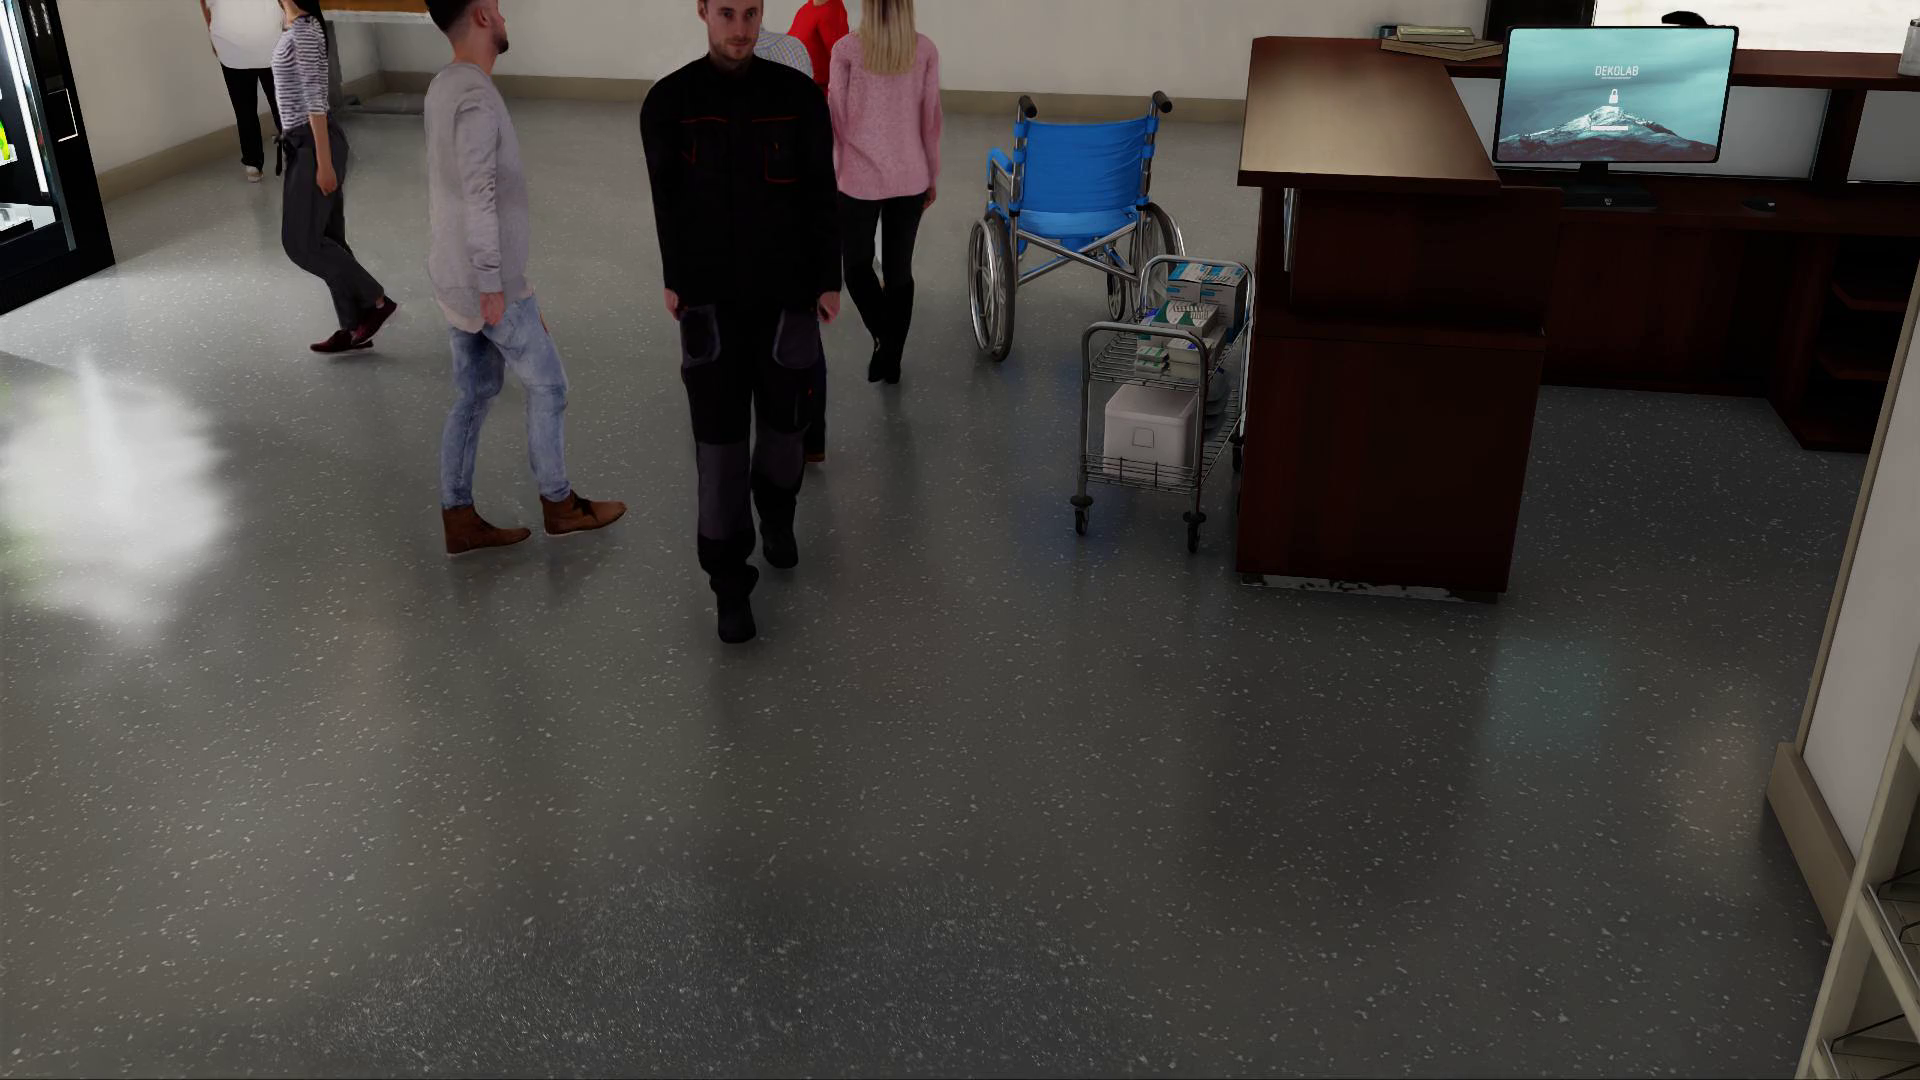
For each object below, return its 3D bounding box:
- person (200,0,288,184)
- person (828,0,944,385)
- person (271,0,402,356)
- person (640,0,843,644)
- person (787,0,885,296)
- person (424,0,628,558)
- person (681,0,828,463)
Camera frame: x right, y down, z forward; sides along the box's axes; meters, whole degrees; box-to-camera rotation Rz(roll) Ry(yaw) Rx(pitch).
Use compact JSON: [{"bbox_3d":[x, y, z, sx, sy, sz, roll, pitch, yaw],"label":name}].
[{"bbox_3d":[-4.184,-2.984,9.816,0.731,1.692,0.720,-4,26,-8],"label":"person"},{"bbox_3d":[-0.288,-1.378,6.511,0.767,1.672,0.878,-6,26,-12],"label":"person"},{"bbox_3d":[-2.570,-1.590,6.892,0.825,1.721,0.757,-11,28,-22],"label":"person"},{"bbox_3d":[-0.625,-0.727,4.914,0.943,1.885,1.155,-5,26,-10],"label":"person"},{"bbox_3d":[-0.511,-1.813,7.441,0.920,1.647,1.087,-7,27,-14],"label":"person"},{"bbox_3d":[-1.520,-0.793,5.145,1.017,1.803,0.961,-9,27,-19],"label":"person"},{"bbox_3d":[-0.646,-1.128,5.878,1.116,1.769,1.207,-15,30,-29],"label":"person"}]
